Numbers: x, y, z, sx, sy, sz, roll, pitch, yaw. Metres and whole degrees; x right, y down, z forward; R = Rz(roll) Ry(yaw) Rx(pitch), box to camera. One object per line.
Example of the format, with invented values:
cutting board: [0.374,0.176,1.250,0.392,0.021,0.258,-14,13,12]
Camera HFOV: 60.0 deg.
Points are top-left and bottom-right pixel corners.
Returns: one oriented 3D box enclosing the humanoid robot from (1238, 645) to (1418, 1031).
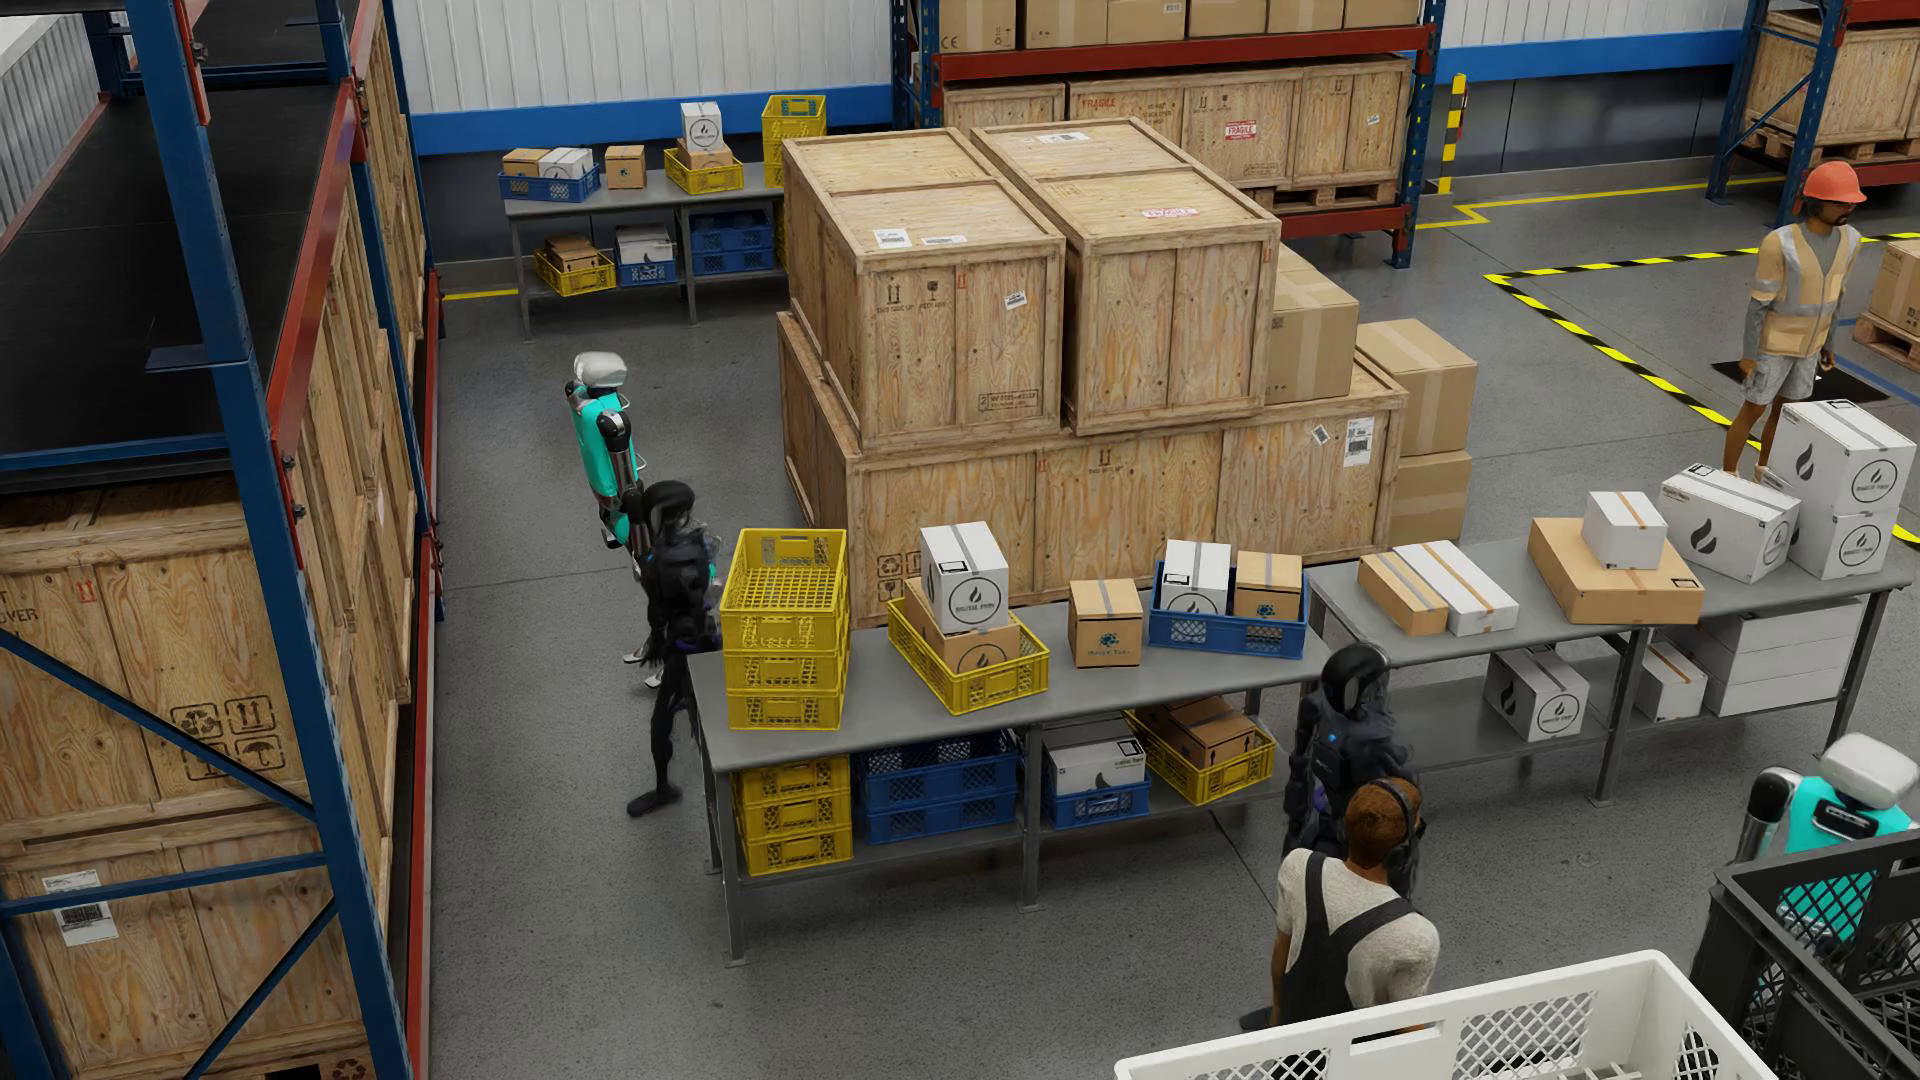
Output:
humanoid robot: [1.320,1.082,5.703,0.613,1.637,0.590,-19,34,-30]

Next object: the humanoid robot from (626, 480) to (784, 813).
humanoid robot: [-1.089,0.485,6.844,0.618,1.656,0.603,-14,32,-24]

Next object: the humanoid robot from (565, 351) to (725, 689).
humanoid robot: [-1.375,-0.121,7.674,0.735,1.677,0.533,-16,33,-27]

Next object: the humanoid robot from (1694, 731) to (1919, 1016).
humanoid robot: [2.359,1.505,4.928,0.550,1.830,0.887,22,35,34]

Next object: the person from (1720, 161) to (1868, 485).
person: [4.637,-1.100,9.271,0.613,2.047,0.359,-8,30,-14]

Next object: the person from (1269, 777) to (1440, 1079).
person: [1.105,1.463,4.844,0.332,1.836,0.504,-26,38,-38]
